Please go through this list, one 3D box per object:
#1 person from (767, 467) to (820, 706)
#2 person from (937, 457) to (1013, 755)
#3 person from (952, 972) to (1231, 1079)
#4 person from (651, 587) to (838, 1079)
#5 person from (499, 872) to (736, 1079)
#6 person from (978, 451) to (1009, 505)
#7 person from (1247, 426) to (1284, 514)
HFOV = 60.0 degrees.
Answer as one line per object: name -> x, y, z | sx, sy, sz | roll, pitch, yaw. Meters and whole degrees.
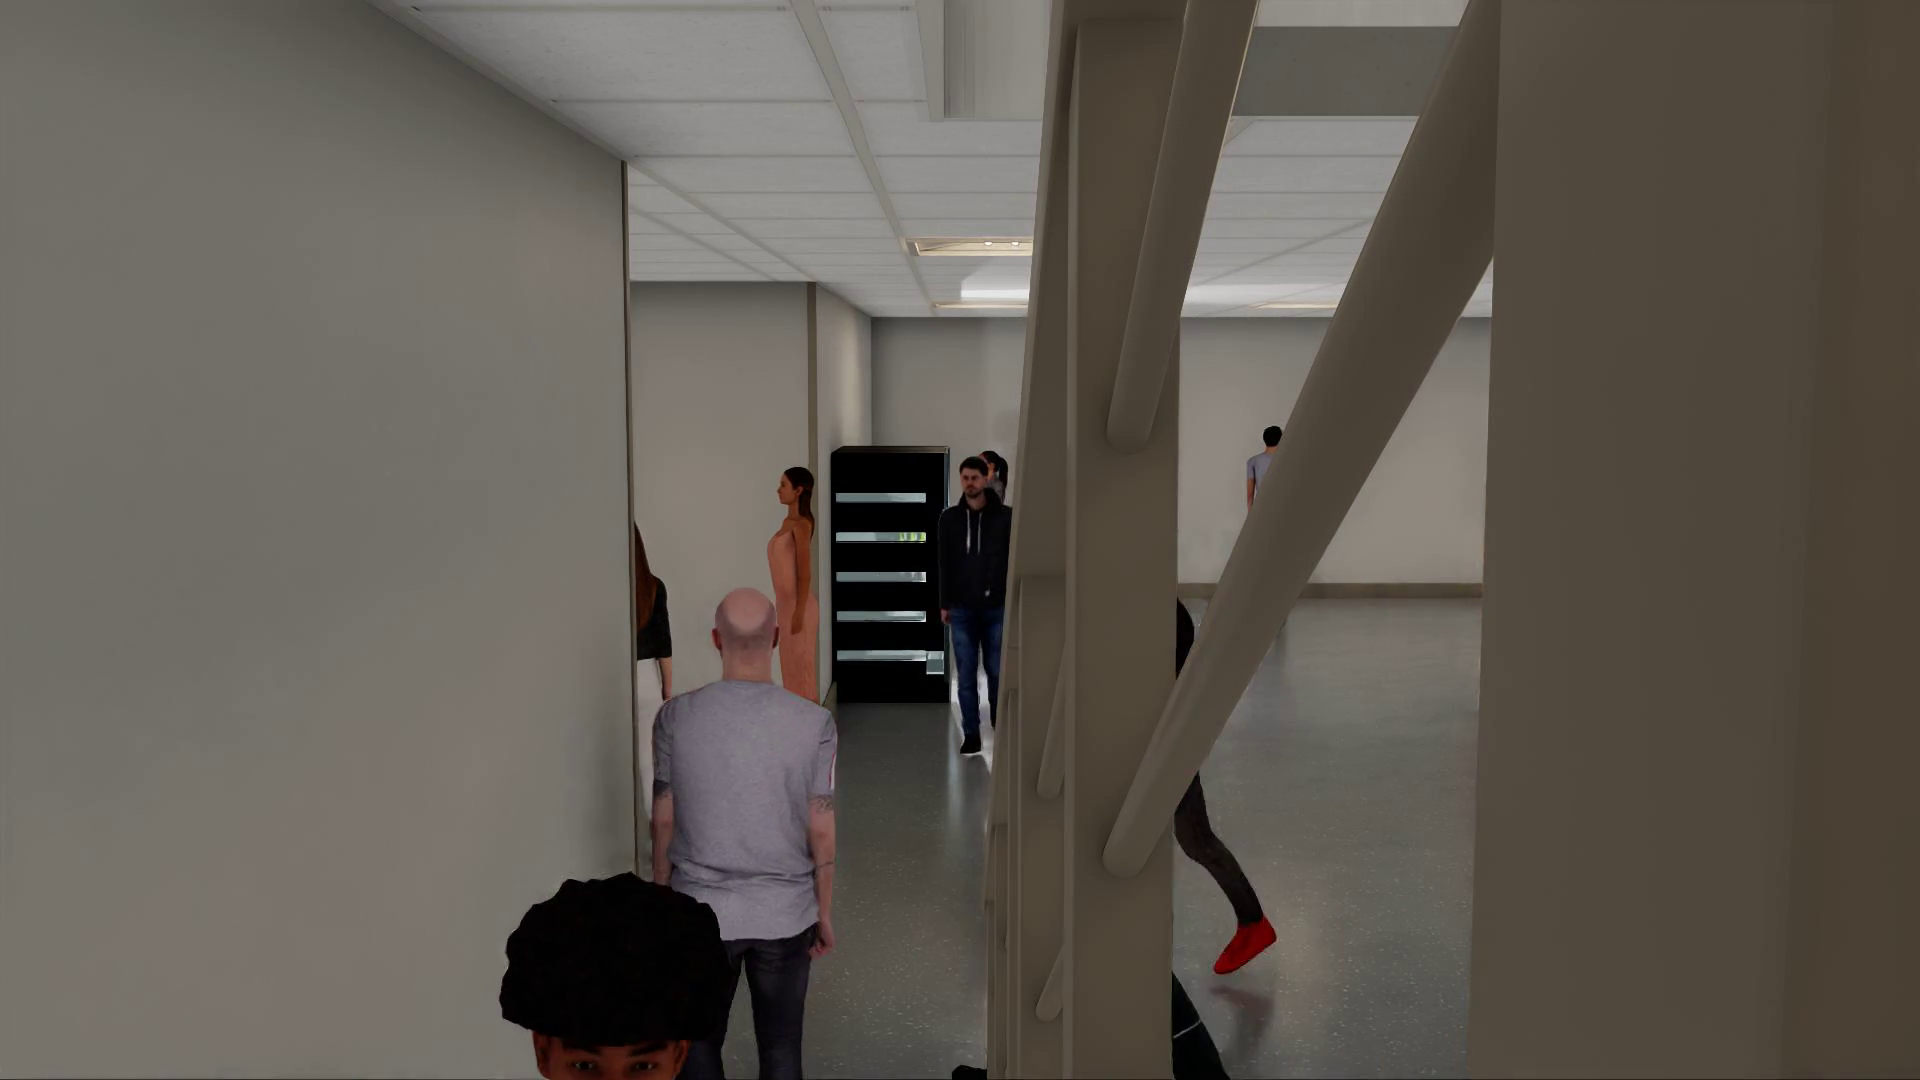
person -> -1.005, 0.459, 10.289 | 0.705, 1.832, 0.568 | -2, 6, -22
person -> 0.141, 0.410, 10.582 | 0.782, 1.871, 1.018 | 1, 6, 10
person -> 0.515, 0.981, 5.238 | 0.992, 1.804, 1.179 | 2, 6, 15
person -> -0.593, 1.054, 4.474 | 0.717, 1.813, 0.935 | 0, 6, -4
person -> -0.481, 1.296, 2.177 | 0.718, 1.791, 0.781 | 0, 6, -3
person -> 0.303, -0.010, 15.751 | 0.729, 1.673, 0.597 | -2, 6, -15
person -> 3.201, -0.241, 17.098 | 0.730, 1.863, 0.684 | 2, 6, 21
